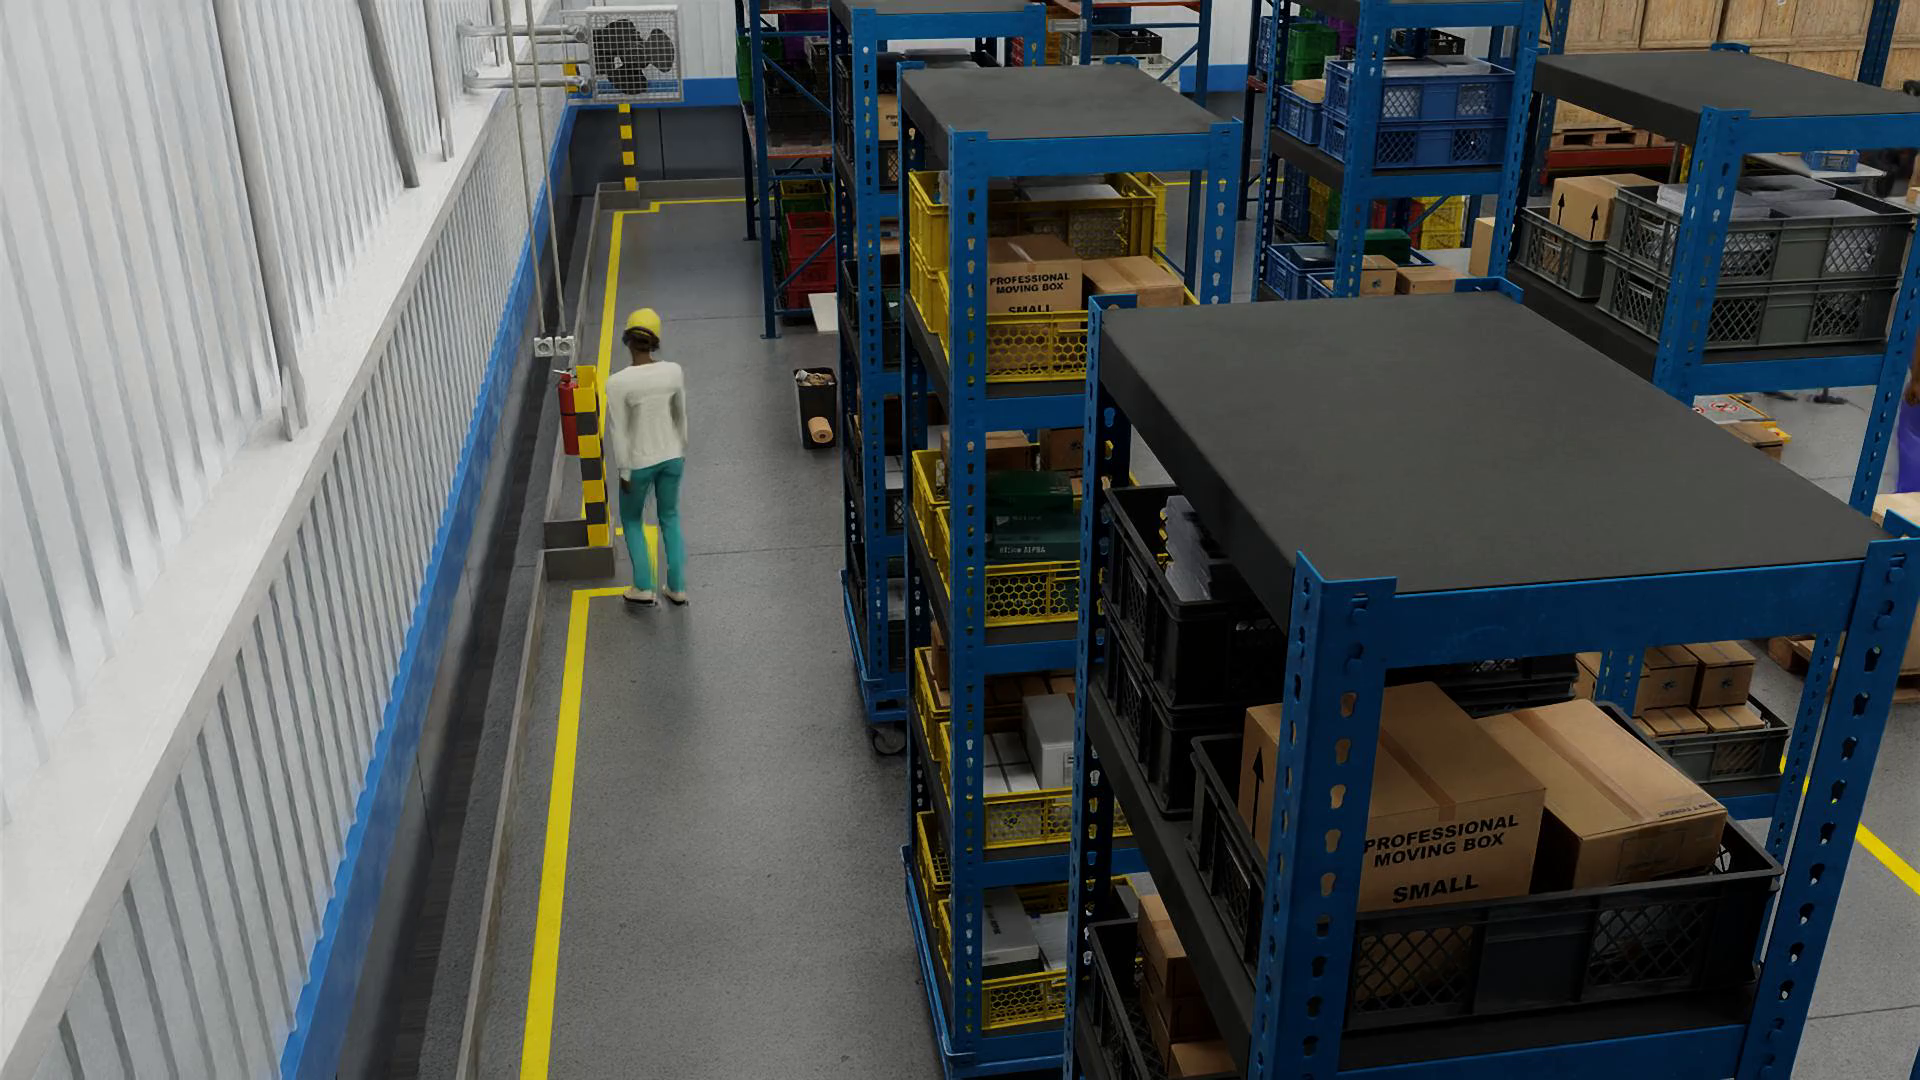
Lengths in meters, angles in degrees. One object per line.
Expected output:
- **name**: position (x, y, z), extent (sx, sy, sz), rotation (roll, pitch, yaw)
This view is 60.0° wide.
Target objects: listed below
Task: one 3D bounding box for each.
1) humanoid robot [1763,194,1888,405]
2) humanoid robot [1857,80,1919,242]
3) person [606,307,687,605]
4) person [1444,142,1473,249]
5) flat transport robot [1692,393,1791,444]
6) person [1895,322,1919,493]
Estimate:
- **humanoid robot**: position (6.585, -1.811, 12.602), extent (0.680, 1.612, 0.588), rotation (11, 27, 23)
- **humanoid robot**: position (9.587, -3.967, 17.257), extent (0.608, 1.623, 0.619), rotation (-9, 26, -18)
- **person**: position (-1.759, -0.458, 9.545), extent (0.540, 1.727, 0.498), rotation (-19, 31, -36)
- **person**: position (5.040, -3.795, 16.614), extent (0.582, 1.883, 0.348), rotation (-19, 31, -35)
- **flat transport robot**: position (5.224, -0.859, 12.132), extent (1.431, 0.197, 0.652), rotation (-4, 25, -8)
- **person**: position (6.283, -1.087, 10.545), extent (0.738, 2.000, 0.541), rotation (-6, 25, -13)
